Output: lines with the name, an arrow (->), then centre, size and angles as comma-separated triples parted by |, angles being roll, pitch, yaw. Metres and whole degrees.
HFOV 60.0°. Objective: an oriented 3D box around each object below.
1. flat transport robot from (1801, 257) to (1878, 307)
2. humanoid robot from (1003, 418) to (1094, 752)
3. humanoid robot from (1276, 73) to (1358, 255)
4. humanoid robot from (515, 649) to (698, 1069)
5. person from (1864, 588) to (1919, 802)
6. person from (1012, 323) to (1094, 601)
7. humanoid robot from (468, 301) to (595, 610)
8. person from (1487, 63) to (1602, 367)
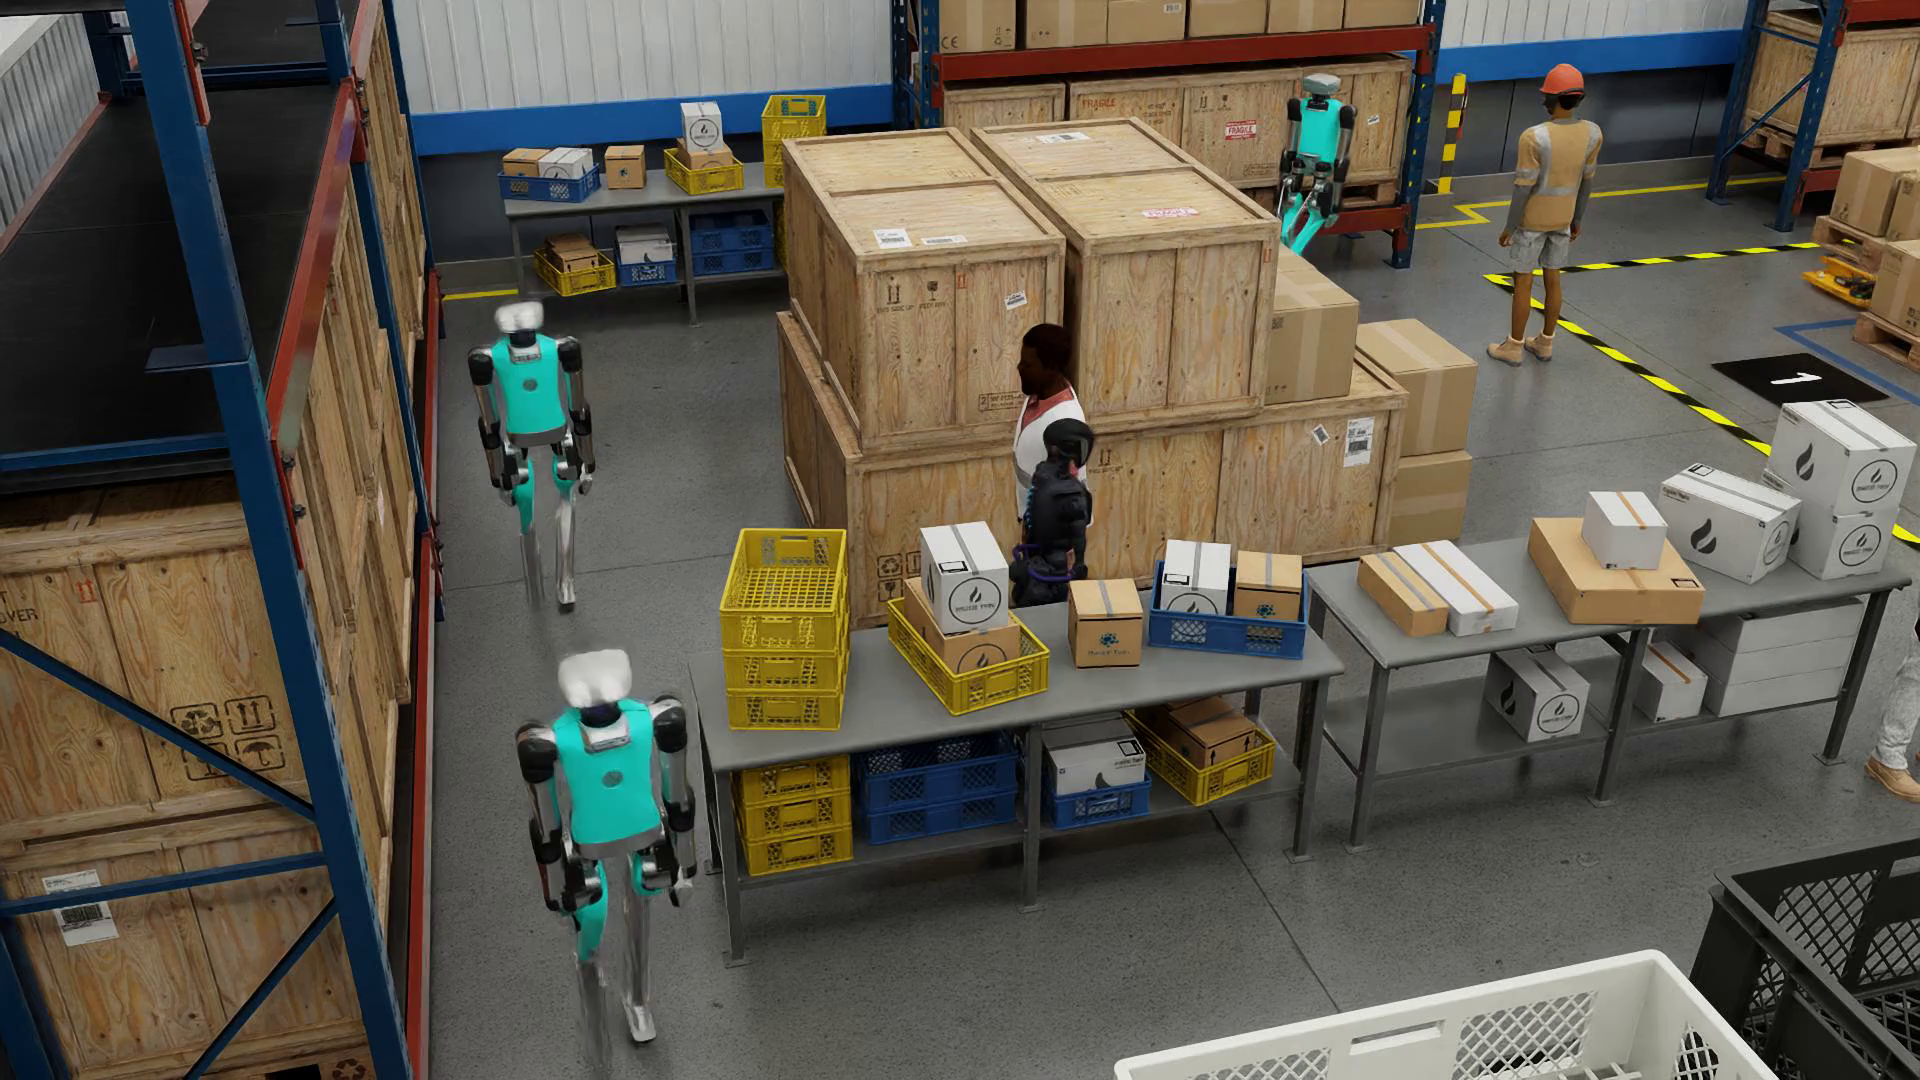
flat transport robot -> 7.321, -2.050, 12.809 | 1.431, 0.197, 0.652 | -7, 30, -13
humanoid robot -> 0.434, 0.223, 7.269 | 0.648, 1.632, 0.612 | -10, 30, -18
humanoid robot -> 2.392, -2.369, 11.890 | 0.586, 1.771, 0.877 | 23, 36, 35
humanoid robot -> -1.199, 1.074, 5.706 | 0.536, 1.841, 0.744 | -11, 31, -18
person -> 4.288, 0.267, 7.013 | 0.622, 1.837, 0.429 | -10, 30, -17
person -> 0.397, -0.086, 7.561 | 0.393, 1.921, 0.590 | -4, 29, -7
humanoid robot -> -2.118, -0.377, 8.384 | 0.540, 1.885, 0.754 | -9, 30, -15
person -> 3.927, -2.175, 11.230 | 0.614, 2.039, 0.388 | -9, 30, -16
